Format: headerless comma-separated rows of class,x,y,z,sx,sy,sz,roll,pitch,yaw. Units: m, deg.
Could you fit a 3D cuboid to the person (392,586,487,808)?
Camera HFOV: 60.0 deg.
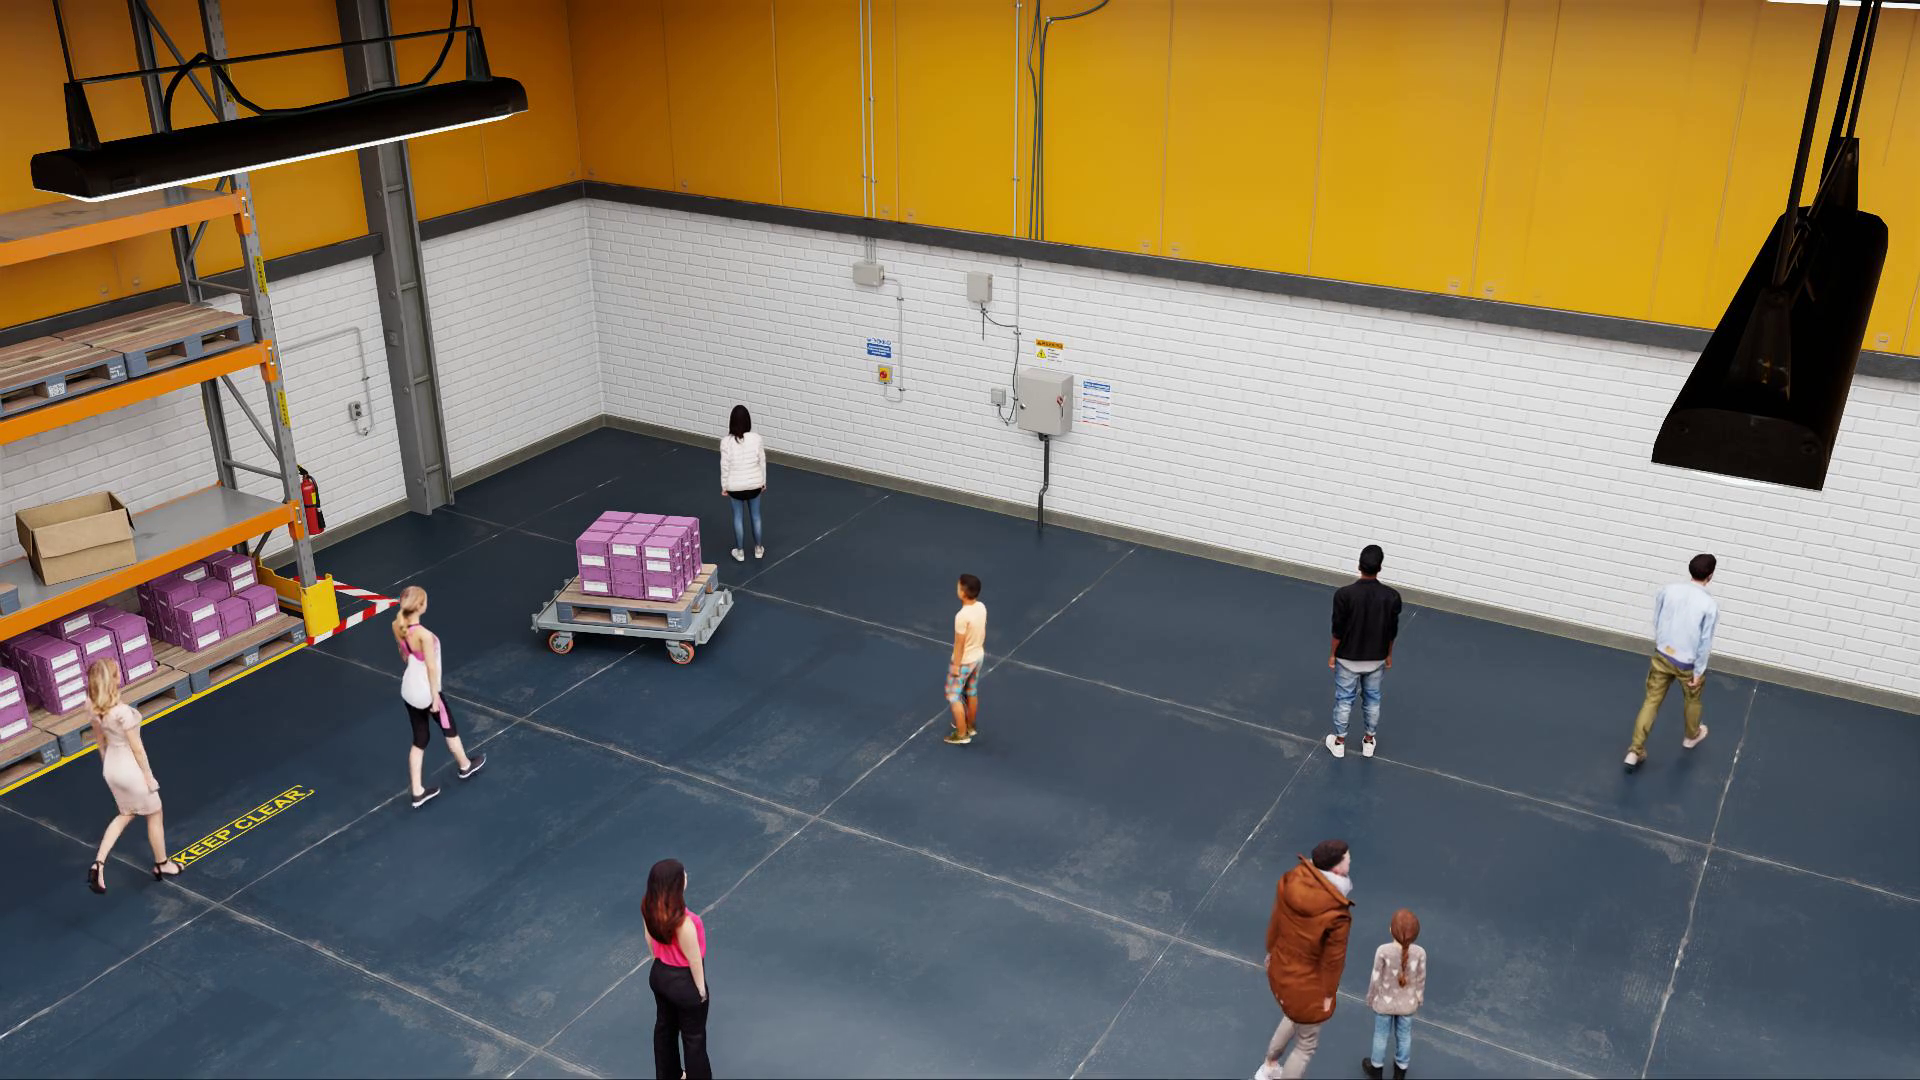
person,-4.107,1.206,12.529,0.630,1.757,0.937,13,27,28

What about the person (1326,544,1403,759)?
person,3.187,0.887,13.186,0.785,1.814,0.775,1,24,2

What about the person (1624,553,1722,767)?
person,5.572,0.979,13.041,1.270,1.763,0.951,-19,30,-37

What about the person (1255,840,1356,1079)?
person,1.918,2.512,9.469,0.858,1.814,0.833,-12,26,-25

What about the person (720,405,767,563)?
person,-2.176,-0.581,16.764,0.691,1.638,0.760,-7,25,-16

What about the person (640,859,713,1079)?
person,-1.614,2.546,9.583,0.611,1.660,0.564,18,29,35

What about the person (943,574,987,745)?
person,0.093,0.968,13.445,0.631,1.458,0.496,14,27,30

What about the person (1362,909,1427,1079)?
person,2.569,2.698,9.817,0.552,1.194,0.575,0,24,1

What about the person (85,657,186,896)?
person,-5.784,1.656,11.425,0.608,1.815,0.928,12,26,25
